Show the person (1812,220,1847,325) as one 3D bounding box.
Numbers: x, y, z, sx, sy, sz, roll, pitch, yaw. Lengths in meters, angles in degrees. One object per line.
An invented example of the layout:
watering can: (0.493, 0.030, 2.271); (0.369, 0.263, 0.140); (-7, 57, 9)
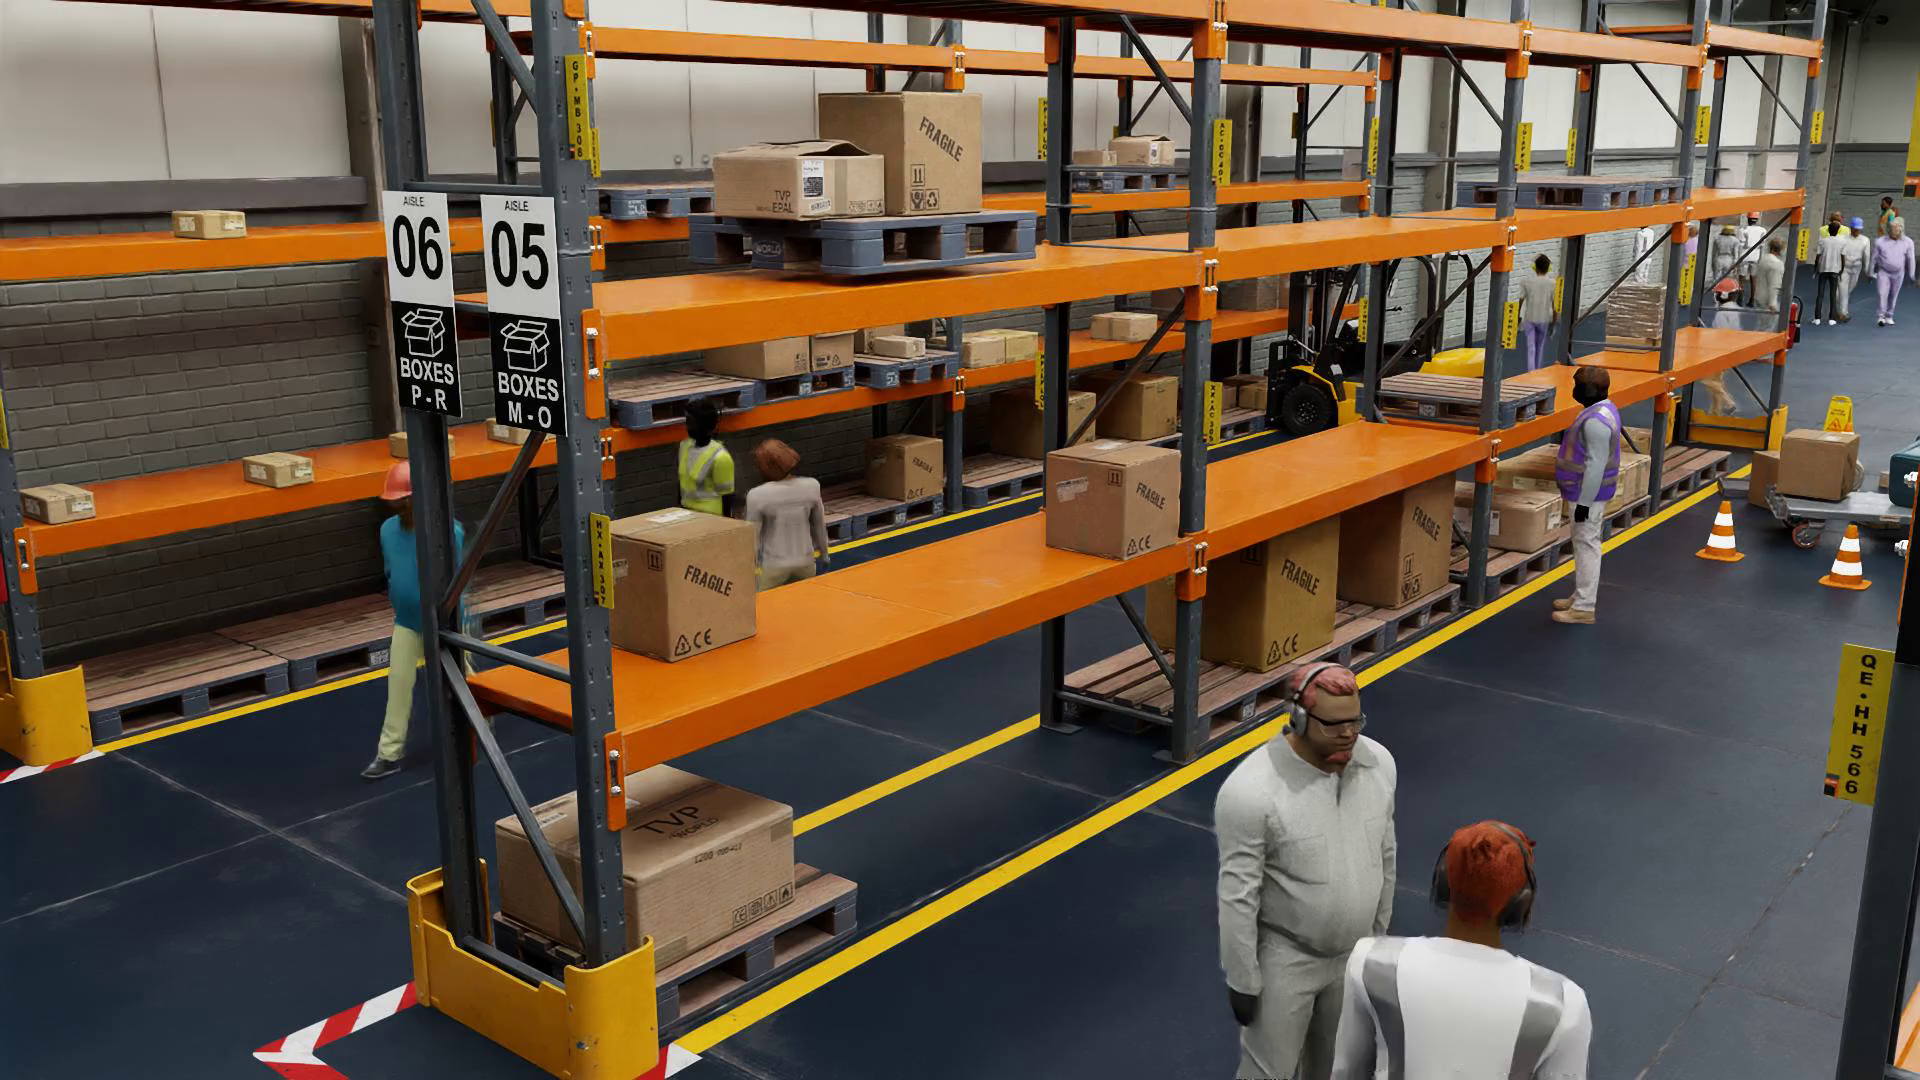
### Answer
person: (15.712, -4.832, 30.093); (0.517, 1.873, 0.334); (7, 15, 26)

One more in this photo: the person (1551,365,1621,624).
person: (4.435, -0.326, 11.812); (0.429, 1.839, 0.633); (6, 15, 23)

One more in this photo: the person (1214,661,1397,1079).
person: (1.087, 1.279, 5.170); (0.643, 1.897, 0.396); (-7, 16, -27)

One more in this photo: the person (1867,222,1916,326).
person: (16.749, -4.766, 29.878); (0.723, 1.843, 0.987); (5, 15, 20)

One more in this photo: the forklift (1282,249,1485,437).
forklift: (4.886, -2.214, 18.767); (2.313, 2.155, 1.214); (11, 18, 38)

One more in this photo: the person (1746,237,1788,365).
person: (12.064, -3.560, 24.845); (0.404, 1.922, 0.649); (2, 14, 7)

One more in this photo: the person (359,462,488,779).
person: (-2.939, 0.408, 9.103); (0.563, 1.703, 0.891); (5, 15, 19)

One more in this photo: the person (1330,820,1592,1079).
person: (1.176, 1.567, 4.034); (0.602, 1.867, 0.437); (5, 15, 20)

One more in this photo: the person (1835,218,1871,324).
person: (16.260, -4.899, 30.318); (0.625, 1.888, 1.021); (2, 14, 7)

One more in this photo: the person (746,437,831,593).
person: (-1.036, 0.163, 10.288); (0.597, 1.620, 0.422); (-6, 15, -24)

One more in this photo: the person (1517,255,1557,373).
person: (7.753, -2.921, 22.425); (0.536, 1.819, 0.976); (3, 14, 11)

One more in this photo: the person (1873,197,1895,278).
person: (22.101, -7.224, 39.737); (0.394, 1.919, 0.590); (2, 14, 8)

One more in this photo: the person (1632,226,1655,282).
person: (13.231, -5.384, 32.320); (0.575, 1.883, 0.355); (-13, 19, -42)

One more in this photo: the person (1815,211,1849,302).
person: (17.831, -5.789, 34.042); (0.572, 1.843, 0.373); (5, 15, 21)

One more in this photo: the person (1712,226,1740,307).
person: (15.052, -5.400, 32.749); (0.495, 1.689, 0.888); (8, 16, 30)

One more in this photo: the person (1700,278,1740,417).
person: (9.108, -2.256, 19.879); (0.410, 1.735, 0.581); (10, 17, 36)

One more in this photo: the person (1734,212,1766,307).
person: (15.671, -5.595, 33.063); (0.553, 1.935, 0.361); (-1, 14, -2)

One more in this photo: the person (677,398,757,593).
person: (-1.693, -0.162, 11.466); (0.672, 1.678, 0.544); (-11, 18, -39)
